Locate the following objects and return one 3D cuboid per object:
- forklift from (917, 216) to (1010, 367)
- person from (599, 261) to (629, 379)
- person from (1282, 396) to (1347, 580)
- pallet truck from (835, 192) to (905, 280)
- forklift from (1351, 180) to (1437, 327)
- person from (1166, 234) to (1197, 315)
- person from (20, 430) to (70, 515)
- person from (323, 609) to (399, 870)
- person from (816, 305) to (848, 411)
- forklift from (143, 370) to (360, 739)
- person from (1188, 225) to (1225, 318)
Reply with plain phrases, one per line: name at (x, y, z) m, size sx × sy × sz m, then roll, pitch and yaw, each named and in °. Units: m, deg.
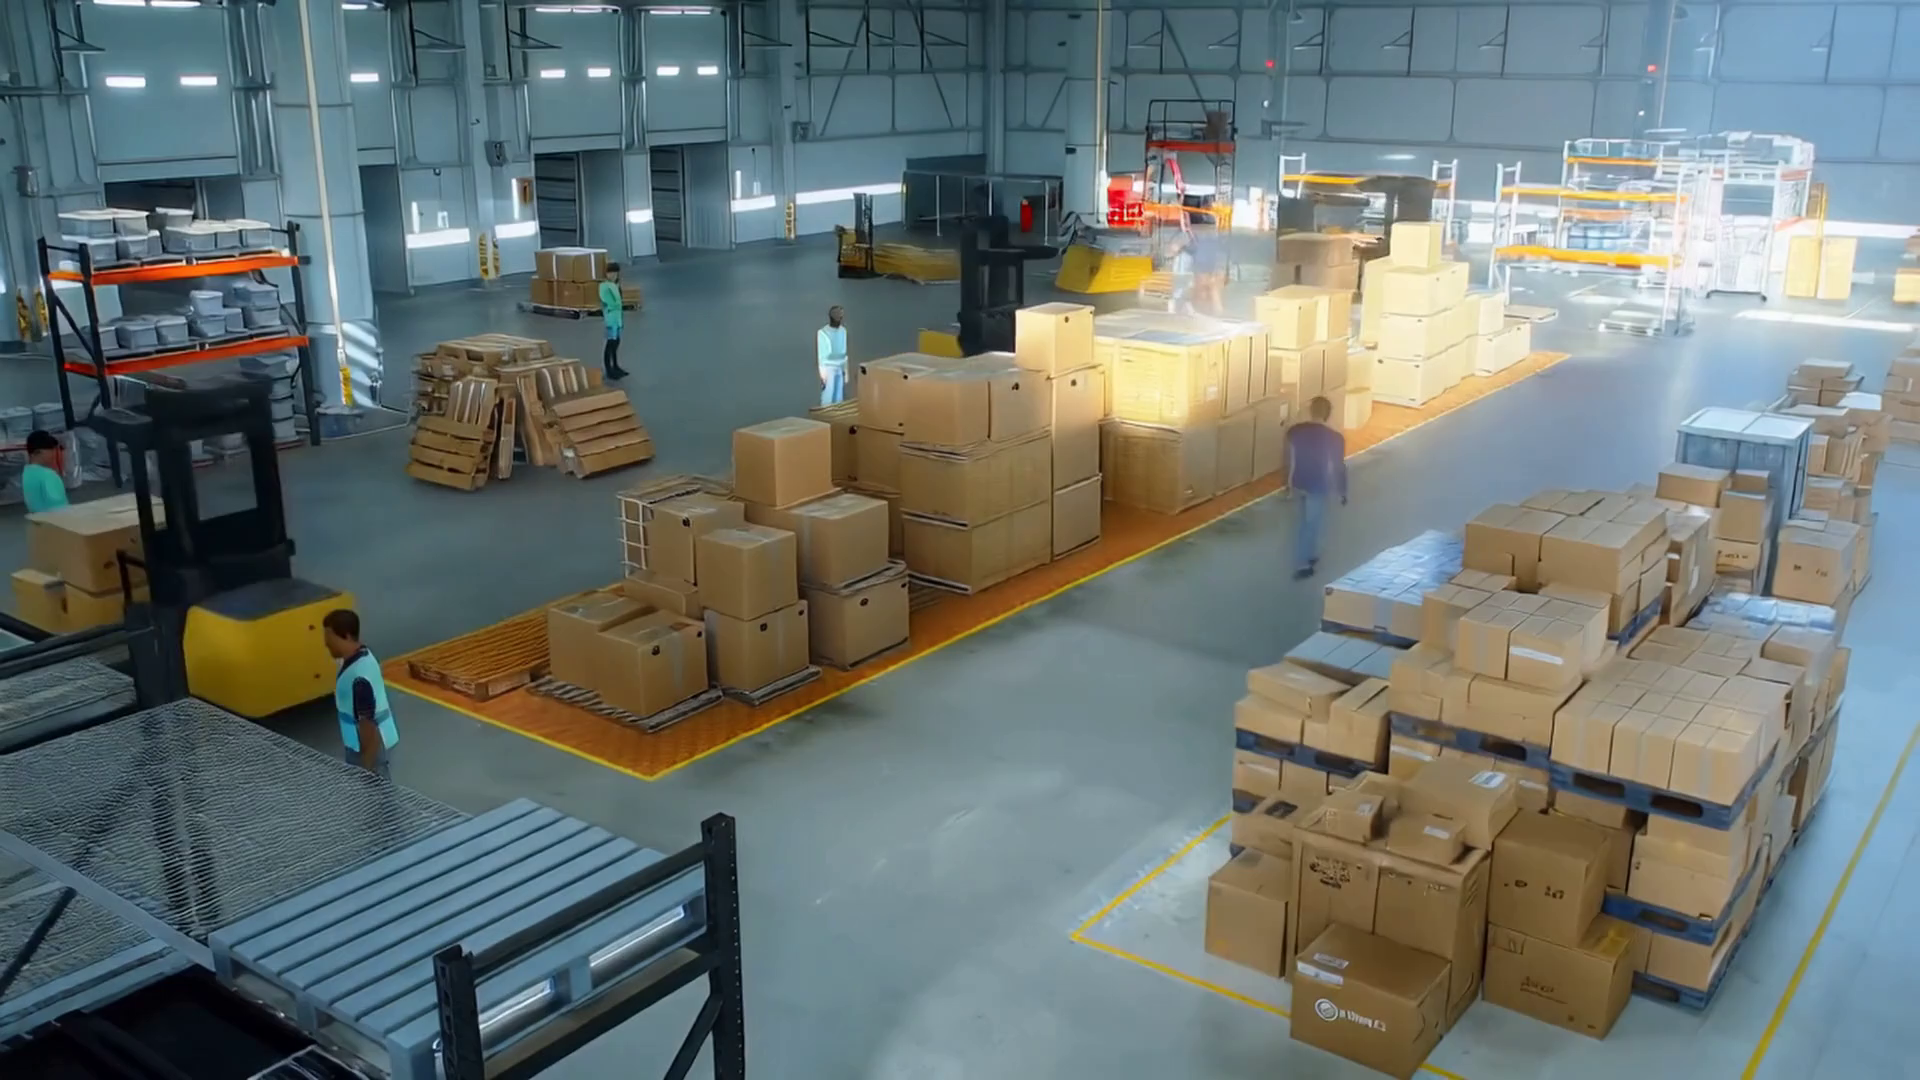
forklift at (0.347, -3.514, 25.409) m, size 1.873 × 2.768 × 1.129 m, roll 12°, pitch 21°, yaw 35°
person at (-5.683, -3.632, 27.406) m, size 0.379 × 1.937 × 0.548 m, roll 5°, pitch 18°, yaw 17°
person at (3.738, -0.560, 17.270) m, size 0.666 × 1.912 × 0.791 m, roll 15°, pitch 22°, yaw 41°
pallet truck at (-1.936, -7.159, 38.982) m, size 1.885 × 1.965 × 0.823 m, roll -12°, pitch 21°, yaw -34°
forklift at (8.667, -5.436, 31.774) m, size 1.873 × 2.768 × 1.129 m, roll 12°, pitch 21°, yaw 35°
person at (4.221, -4.840, 31.491) m, size 0.928 × 1.901 × 0.547 m, roll -8°, pitch 18°, yaw -24°
person at (-8.551, -0.090, 15.693) m, size 0.587 × 1.928 × 0.362 m, roll 10°, pitch 20°, yaw 30°
person at (-3.910, 1.356, 10.945) m, size 0.406 × 1.910 × 0.590 m, roll -8°, pitch 18°, yaw -24°
person at (-1.764, -2.344, 23.254) m, size 0.351 × 1.878 × 0.568 m, roll 13°, pitch 21°, yaw 37°
forklift at (-5.930, 0.066, 13.557) m, size 1.873 × 2.768 × 1.129 m, roll 12°, pitch 21°, yaw 35°
person at (4.918, -5.289, 32.982) m, size 0.644 × 1.898 × 0.988 m, roll -10°, pitch 20°, yaw -31°
